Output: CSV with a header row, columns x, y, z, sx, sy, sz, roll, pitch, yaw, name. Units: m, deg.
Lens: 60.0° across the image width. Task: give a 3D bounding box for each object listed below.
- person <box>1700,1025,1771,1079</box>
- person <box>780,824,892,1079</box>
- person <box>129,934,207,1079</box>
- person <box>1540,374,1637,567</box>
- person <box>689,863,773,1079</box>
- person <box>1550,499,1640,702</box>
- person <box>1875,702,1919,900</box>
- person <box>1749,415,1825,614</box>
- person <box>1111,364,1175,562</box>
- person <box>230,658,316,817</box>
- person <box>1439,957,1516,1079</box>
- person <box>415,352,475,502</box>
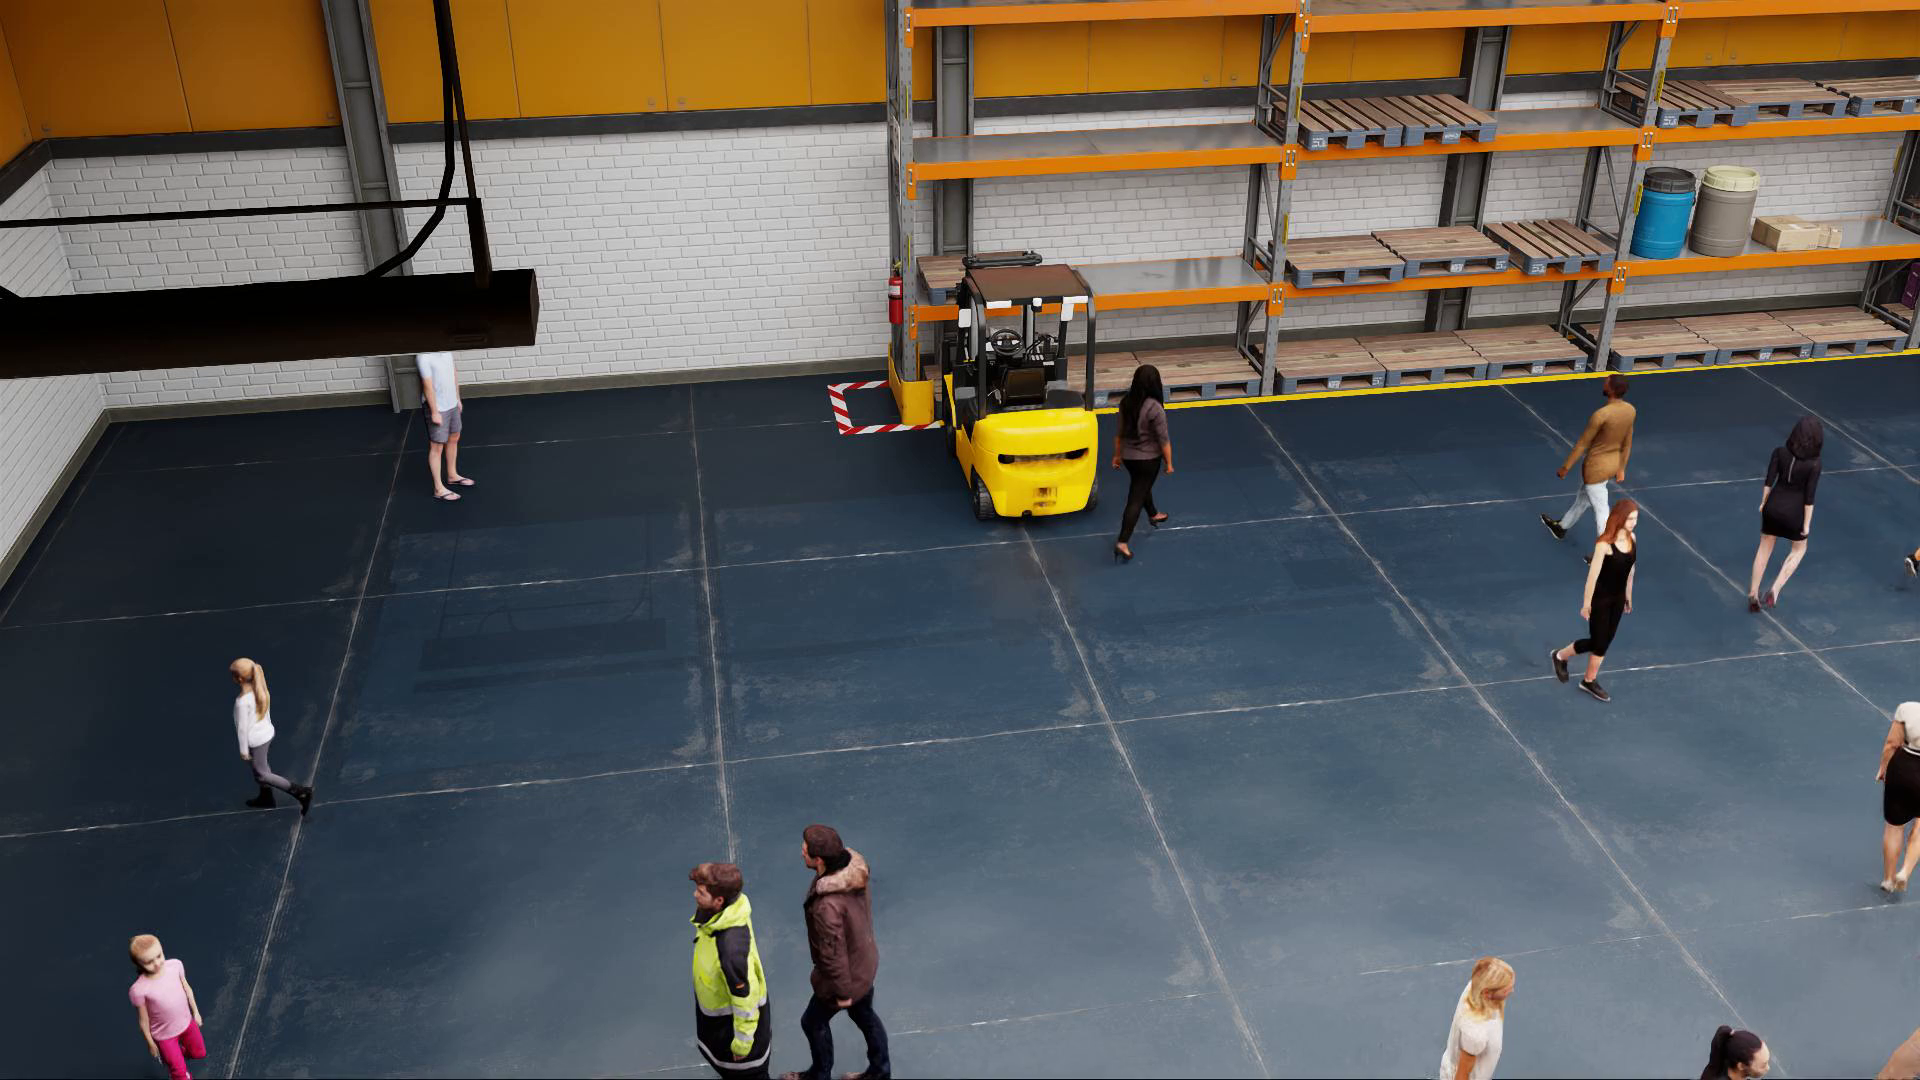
x,y,z,sx,sy,sz,roll,pitch,yaw,name
3.594,3.050,8.215,1.120,1.657,0.994,14,32,24,person
-0.560,2.396,9.253,1.004,1.812,0.932,4,29,7,person
-4.441,2.688,9.288,0.789,1.264,0.715,16,33,27,person
5.741,-0.561,14.718,1.176,1.769,1.006,-17,33,-29,person
-1.201,2.510,8.867,0.698,1.981,0.810,-10,30,-17,person
4.973,0.425,12.966,0.784,1.716,0.791,-17,33,-28,person
6.169,1.626,10.744,0.805,1.734,0.870,18,33,30,person
6.867,-0.159,13.959,0.764,1.790,0.747,-19,34,-31,person
1.539,-0.638,14.836,1.245,1.791,1.076,-24,37,-36,person
-4.860,1.400,11.650,0.826,1.264,0.585,1,29,2,person
2.495,2.780,8.581,1.112,1.781,0.903,7,29,12,person
-5.003,-1.292,15.996,0.705,1.829,0.713,8,30,15,person
